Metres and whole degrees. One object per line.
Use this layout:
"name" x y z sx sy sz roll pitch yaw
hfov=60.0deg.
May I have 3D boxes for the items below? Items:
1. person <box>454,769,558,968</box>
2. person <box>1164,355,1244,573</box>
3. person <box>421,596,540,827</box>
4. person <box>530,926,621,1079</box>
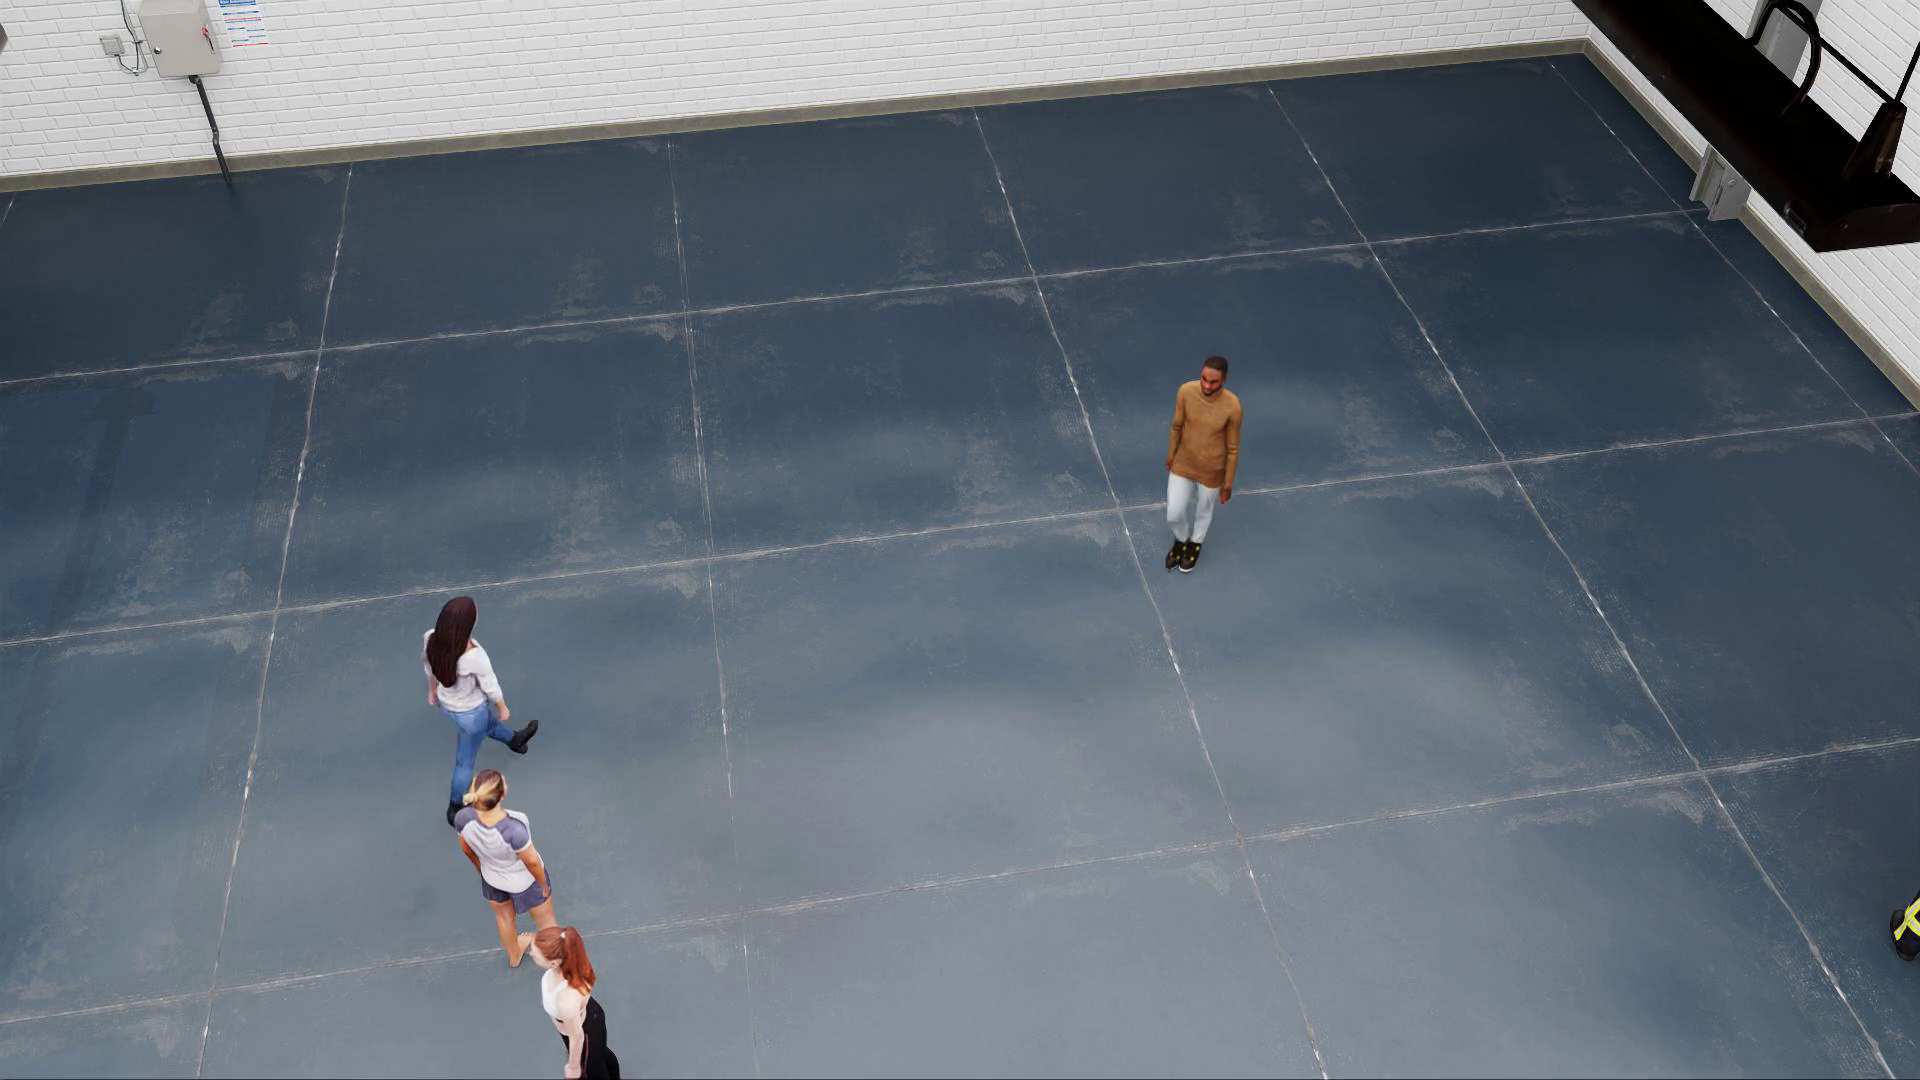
"person" -2.395 1.785 8.884 0.649 1.624 0.640 10 45 11
"person" 1.653 -0.556 11.210 0.777 1.806 0.804 18 47 18
"person" -2.929 1.055 9.693 1.078 1.565 1.143 22 48 22
"person" -1.845 2.403 8.152 0.640 1.740 0.448 -7 44 -8
